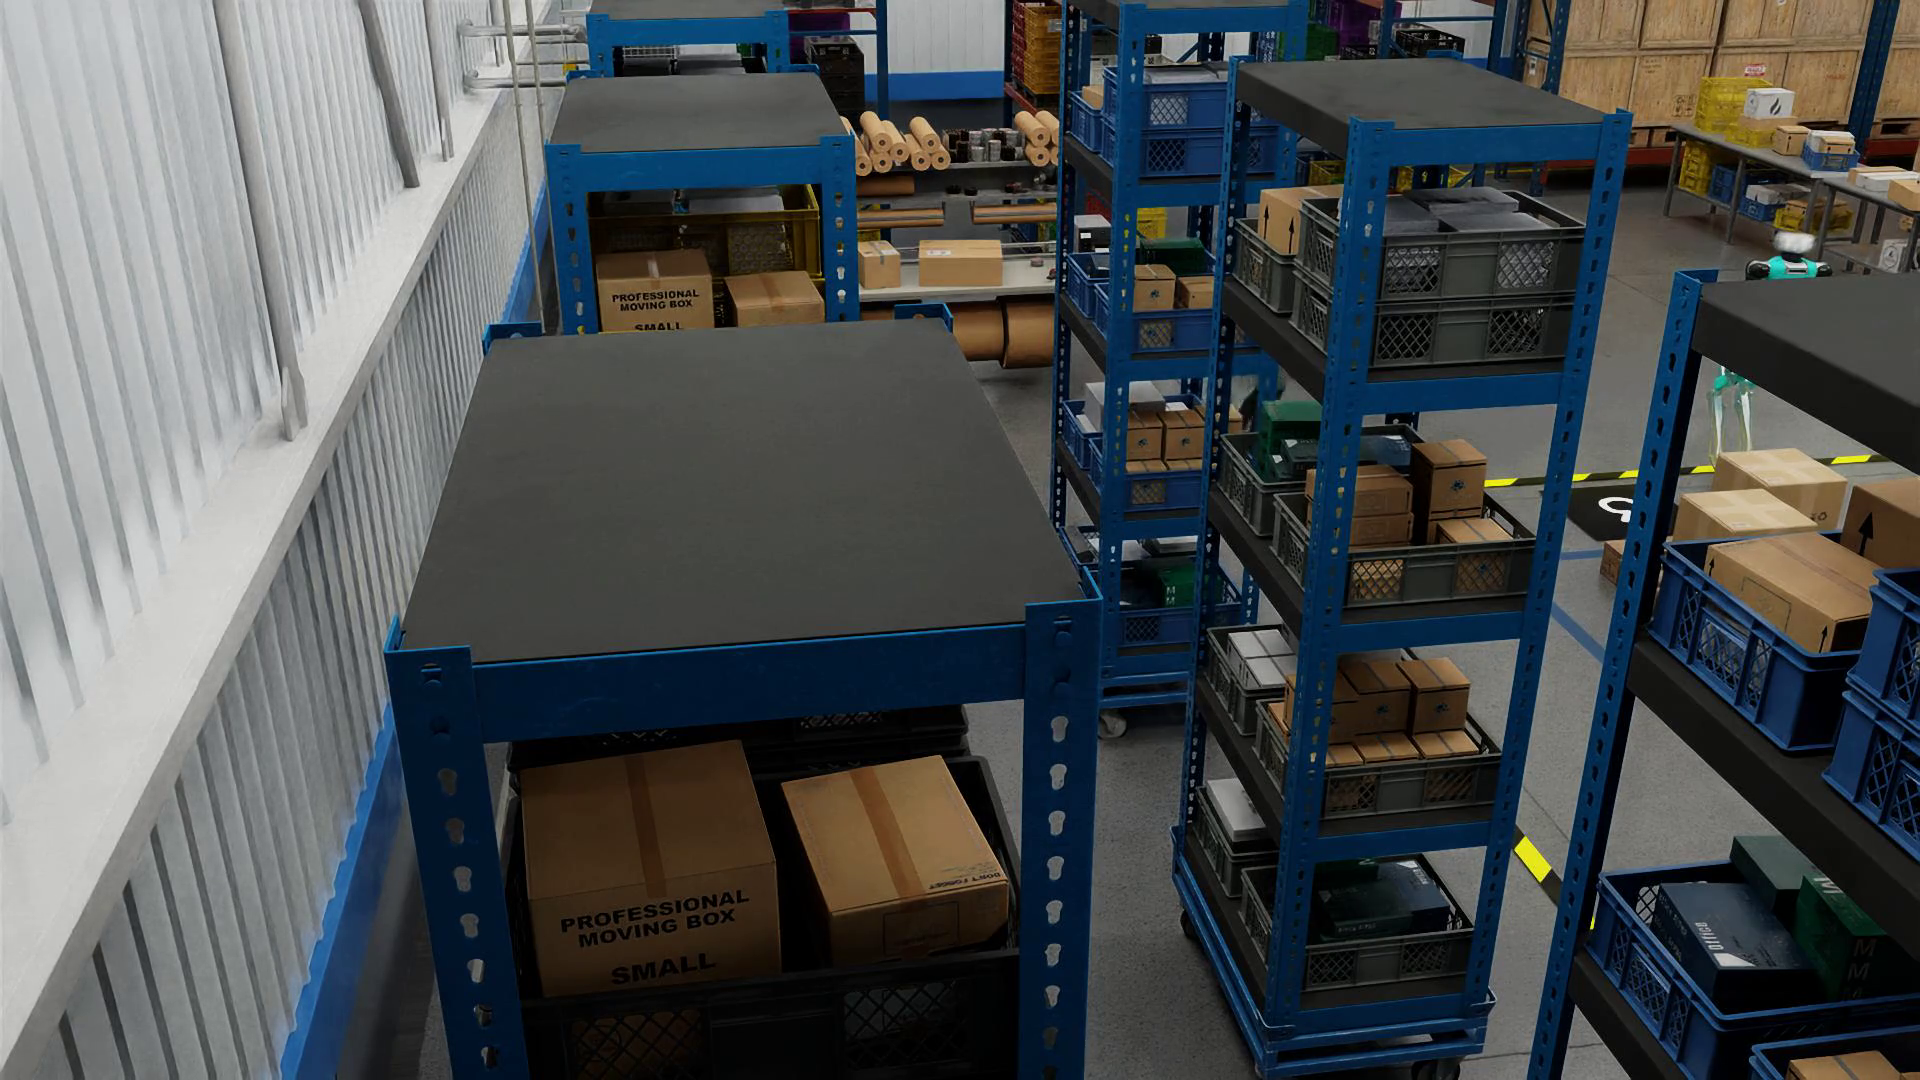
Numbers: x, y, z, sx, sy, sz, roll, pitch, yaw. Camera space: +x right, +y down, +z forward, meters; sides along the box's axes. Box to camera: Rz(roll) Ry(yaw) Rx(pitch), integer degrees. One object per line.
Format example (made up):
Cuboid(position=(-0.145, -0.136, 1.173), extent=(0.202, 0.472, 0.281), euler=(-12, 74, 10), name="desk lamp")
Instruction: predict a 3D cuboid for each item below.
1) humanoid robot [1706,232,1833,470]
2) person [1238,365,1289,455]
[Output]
Cuboid(position=(5.363, -1.307, 11.221), extent=(0.533, 1.677, 0.735), euler=(1, 25, 2), name="humanoid robot")
Cuboid(position=(2.143, -1.297, 11.252), extent=(0.475, 1.828, 0.600), euler=(-11, 27, -22), name="person")
